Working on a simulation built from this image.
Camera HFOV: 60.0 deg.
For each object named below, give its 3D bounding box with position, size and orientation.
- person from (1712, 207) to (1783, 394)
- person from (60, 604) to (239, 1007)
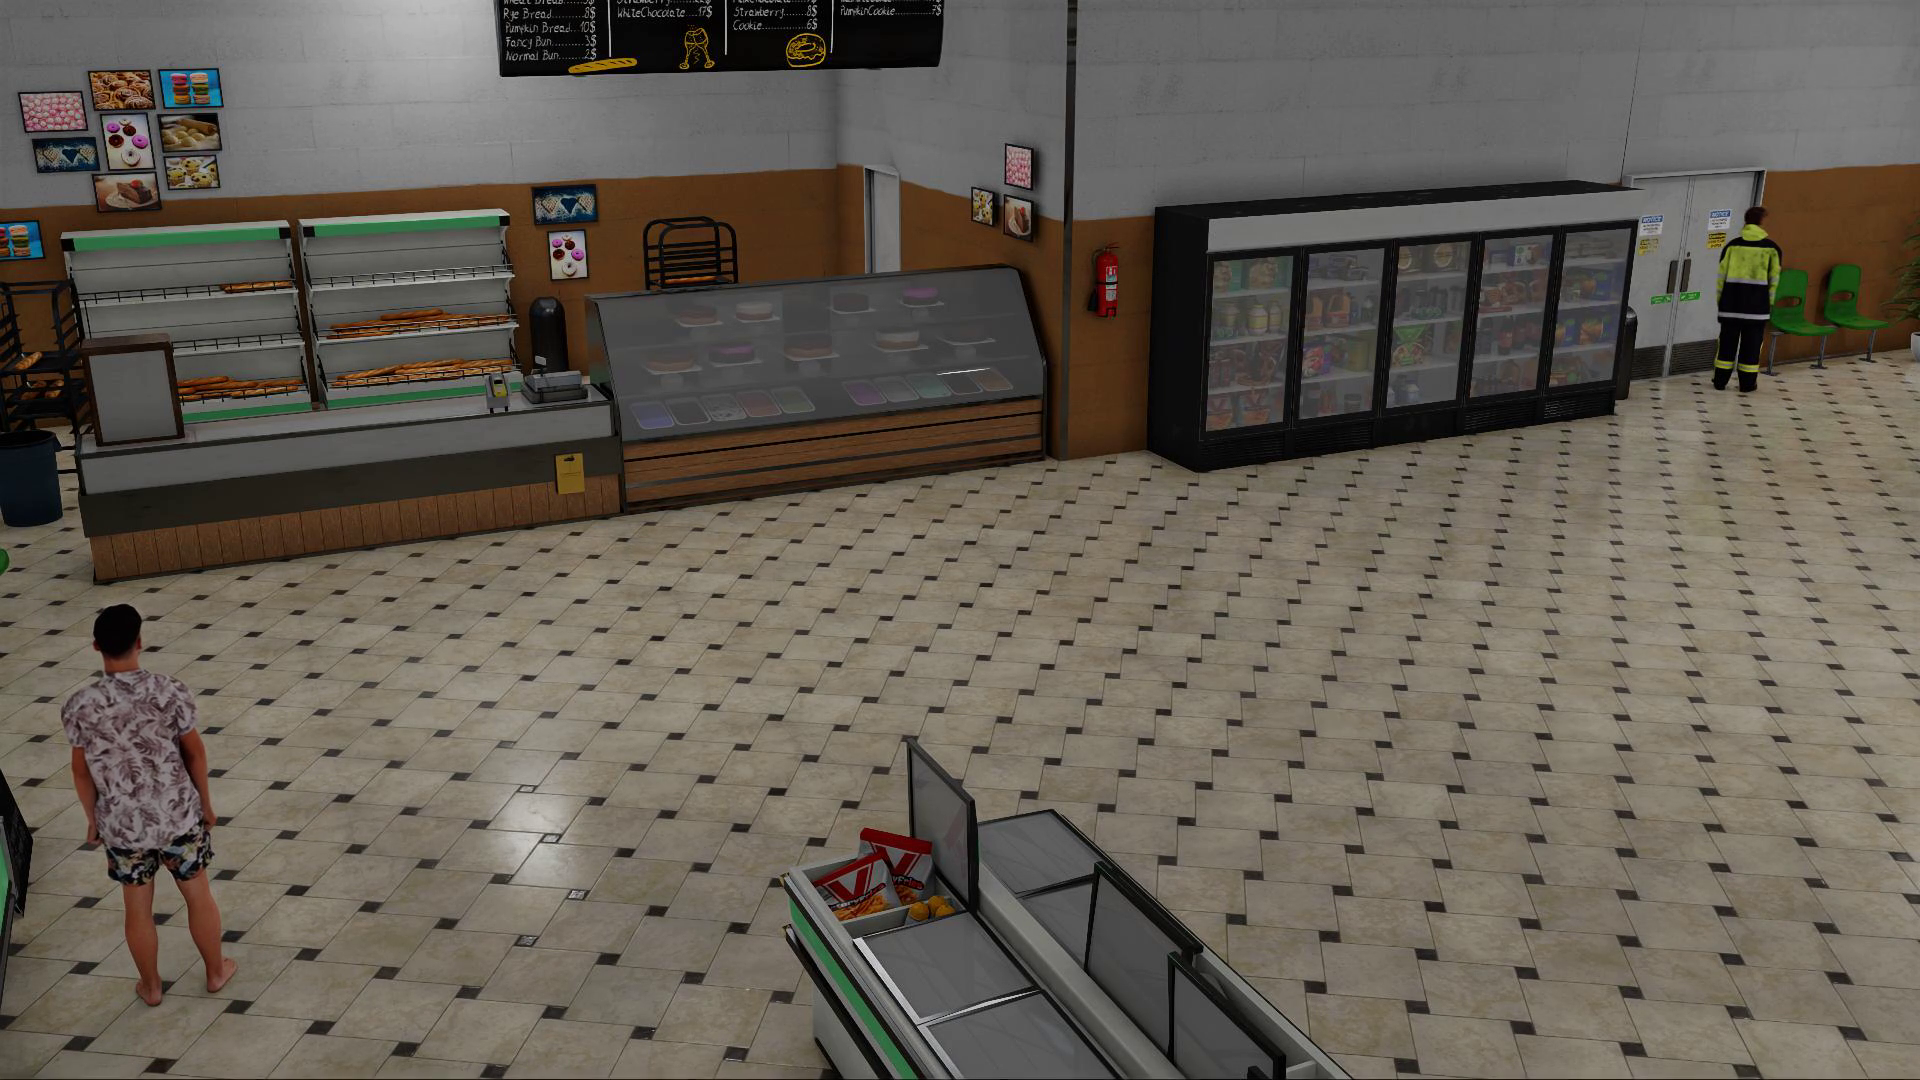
[{"bbox_3d":[8.503,-2.608,18.012,0.812,1.980,0.929,11,22,30],"label":"person"},{"bbox_3d":[-3.476,1.146,7.134,0.675,1.816,0.571,-7,20,-20],"label":"person"}]
